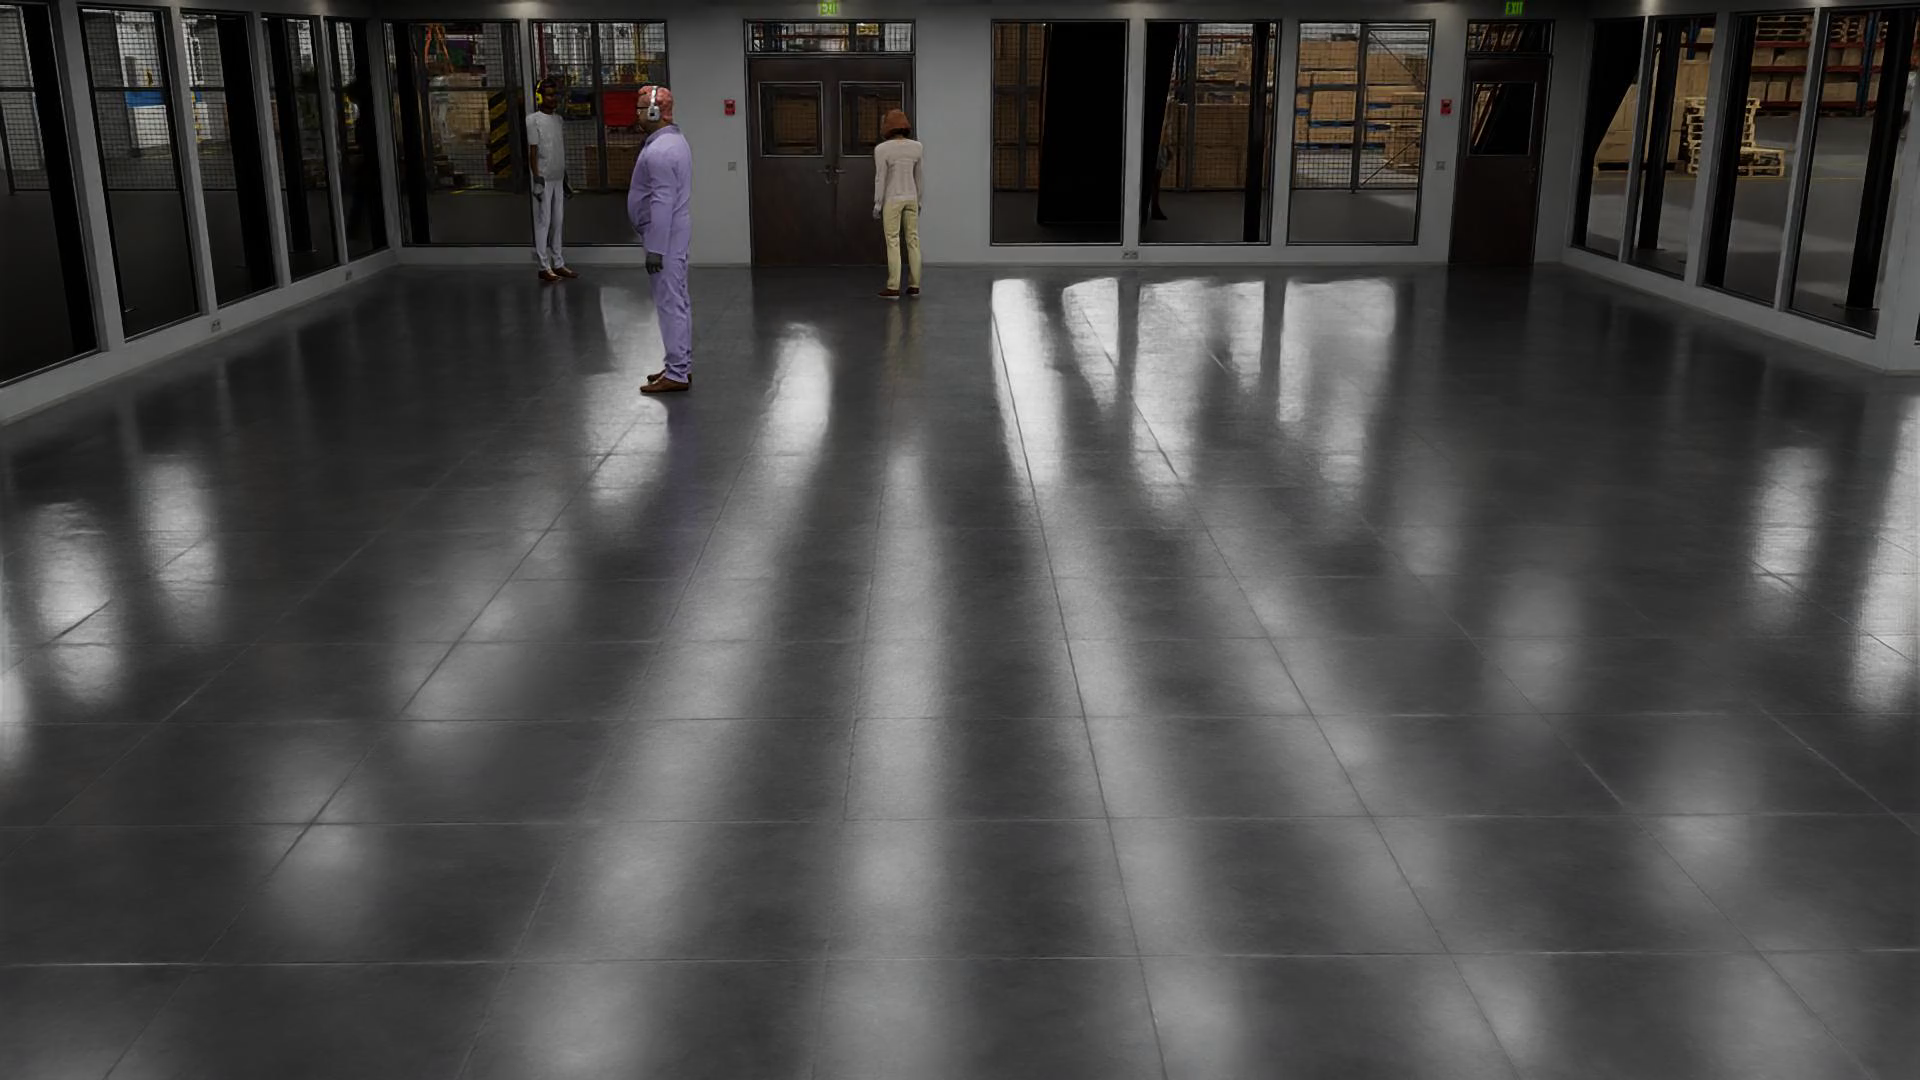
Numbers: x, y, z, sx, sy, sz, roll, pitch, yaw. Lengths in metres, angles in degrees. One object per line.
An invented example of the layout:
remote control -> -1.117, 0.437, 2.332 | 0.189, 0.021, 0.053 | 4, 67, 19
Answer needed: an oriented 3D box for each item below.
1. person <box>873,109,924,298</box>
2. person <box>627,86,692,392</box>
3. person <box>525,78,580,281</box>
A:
person -> -0.538, -2.947, 14.607 | 0.497, 1.633, 0.288 | -11, 20, -33
person -> -1.898, -1.899, 10.567 | 0.407, 1.908, 0.641 | 0, 16, -1
person -> -3.861, -3.399, 15.737 | 0.329, 1.873, 0.512 | 7, 18, 22
